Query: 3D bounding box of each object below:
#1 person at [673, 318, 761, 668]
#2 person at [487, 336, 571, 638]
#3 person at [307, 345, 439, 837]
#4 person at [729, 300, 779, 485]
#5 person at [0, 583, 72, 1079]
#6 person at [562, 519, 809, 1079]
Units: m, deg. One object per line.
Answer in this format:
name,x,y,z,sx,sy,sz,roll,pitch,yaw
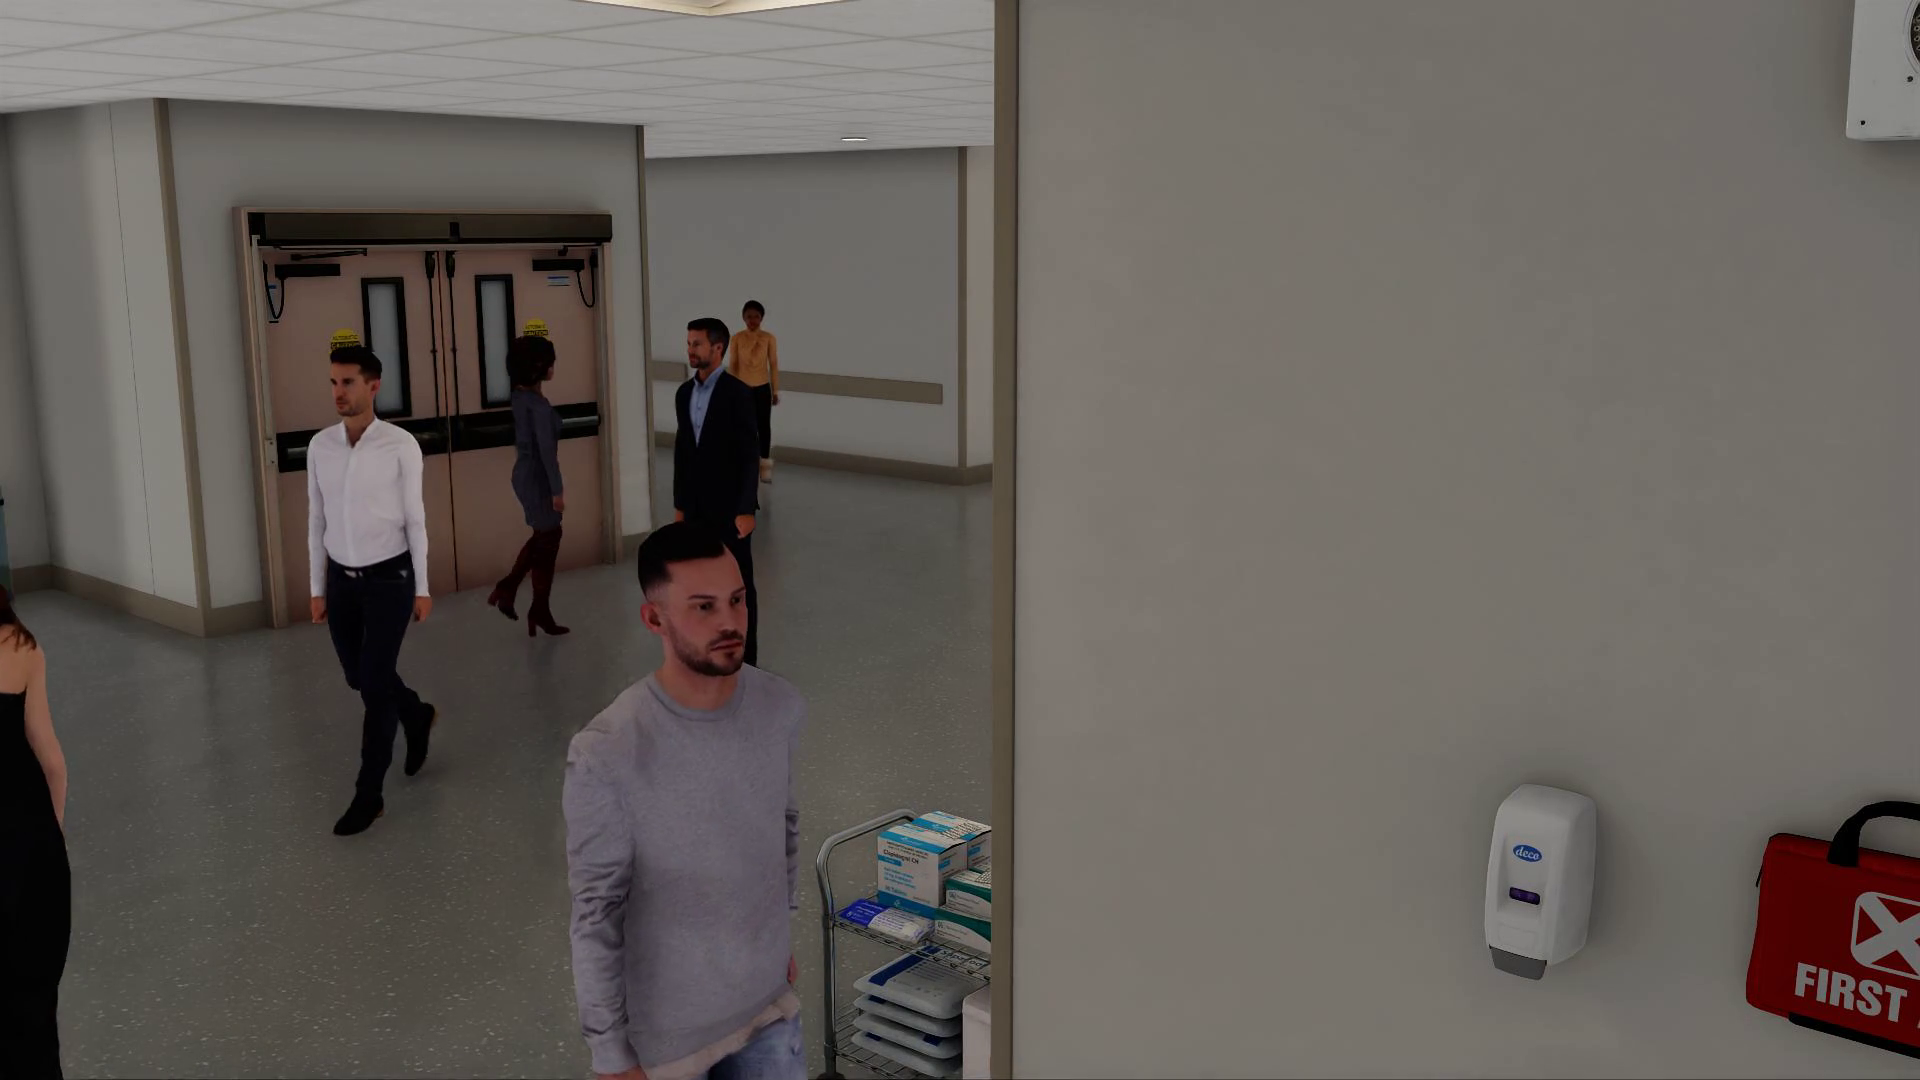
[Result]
person,-1.223,-0.181,8.364,0.683,1.866,0.629,6,12,29
person,-2.450,-0.278,9.324,0.791,1.697,0.718,-6,12,-30
person,-2.310,0.155,6.651,1.035,1.844,1.263,2,11,10
person,-1.878,-1.338,15.060,0.726,1.643,0.785,0,11,-2
person,-2.146,0.796,3.682,1.109,1.691,0.808,-8,13,-37
person,-0.538,0.842,3.125,0.814,1.809,0.828,-10,15,-43
